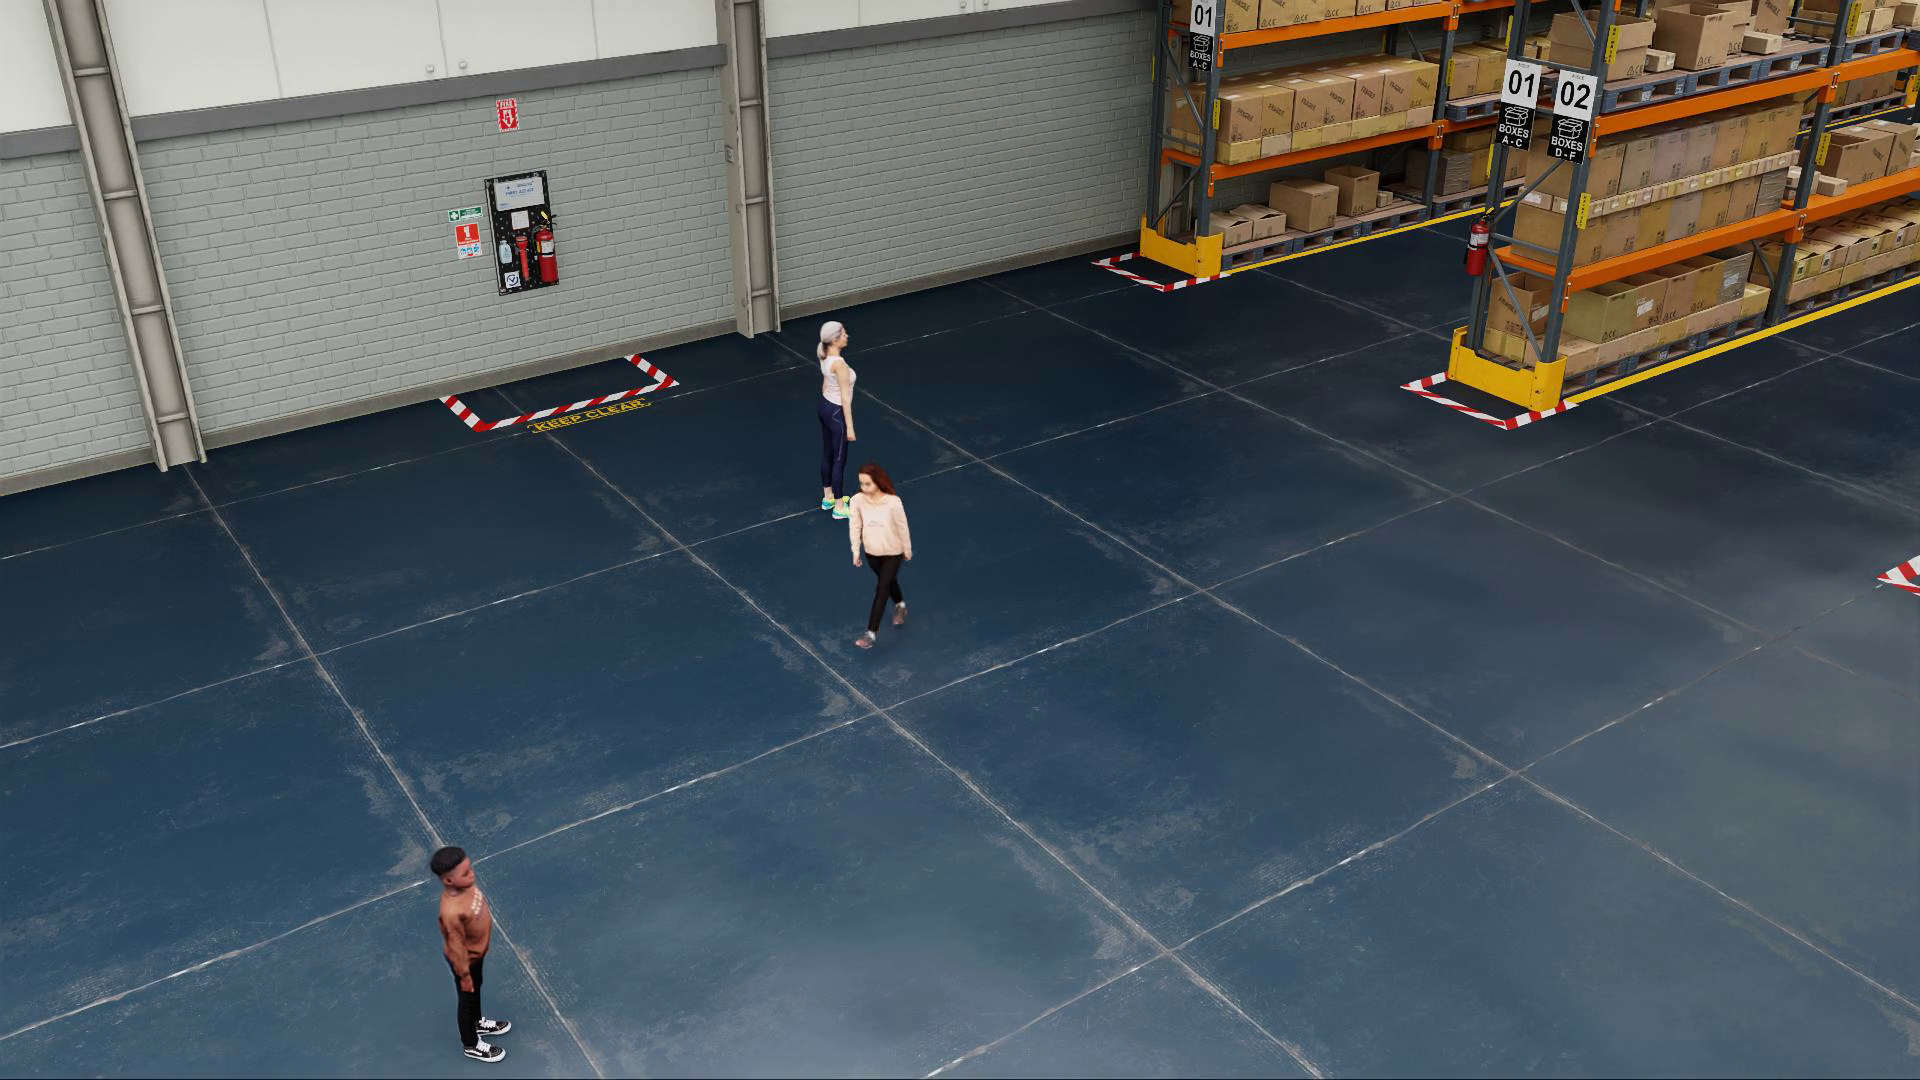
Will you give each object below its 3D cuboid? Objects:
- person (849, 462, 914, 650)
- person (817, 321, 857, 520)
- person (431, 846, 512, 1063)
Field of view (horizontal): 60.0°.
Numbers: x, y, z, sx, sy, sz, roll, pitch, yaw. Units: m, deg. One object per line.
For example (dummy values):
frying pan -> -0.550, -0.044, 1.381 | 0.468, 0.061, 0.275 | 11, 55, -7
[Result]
person -> -0.522, 0.066, 12.113 | 0.890, 1.423, 1.065 | 9, 29, 18
person -> -1.049, -1.018, 13.913 | 0.571, 1.702, 0.626 | -13, 30, -24
person -> -2.497, 2.069, 8.407 | 0.608, 1.254, 0.591 | -2, 27, -3
